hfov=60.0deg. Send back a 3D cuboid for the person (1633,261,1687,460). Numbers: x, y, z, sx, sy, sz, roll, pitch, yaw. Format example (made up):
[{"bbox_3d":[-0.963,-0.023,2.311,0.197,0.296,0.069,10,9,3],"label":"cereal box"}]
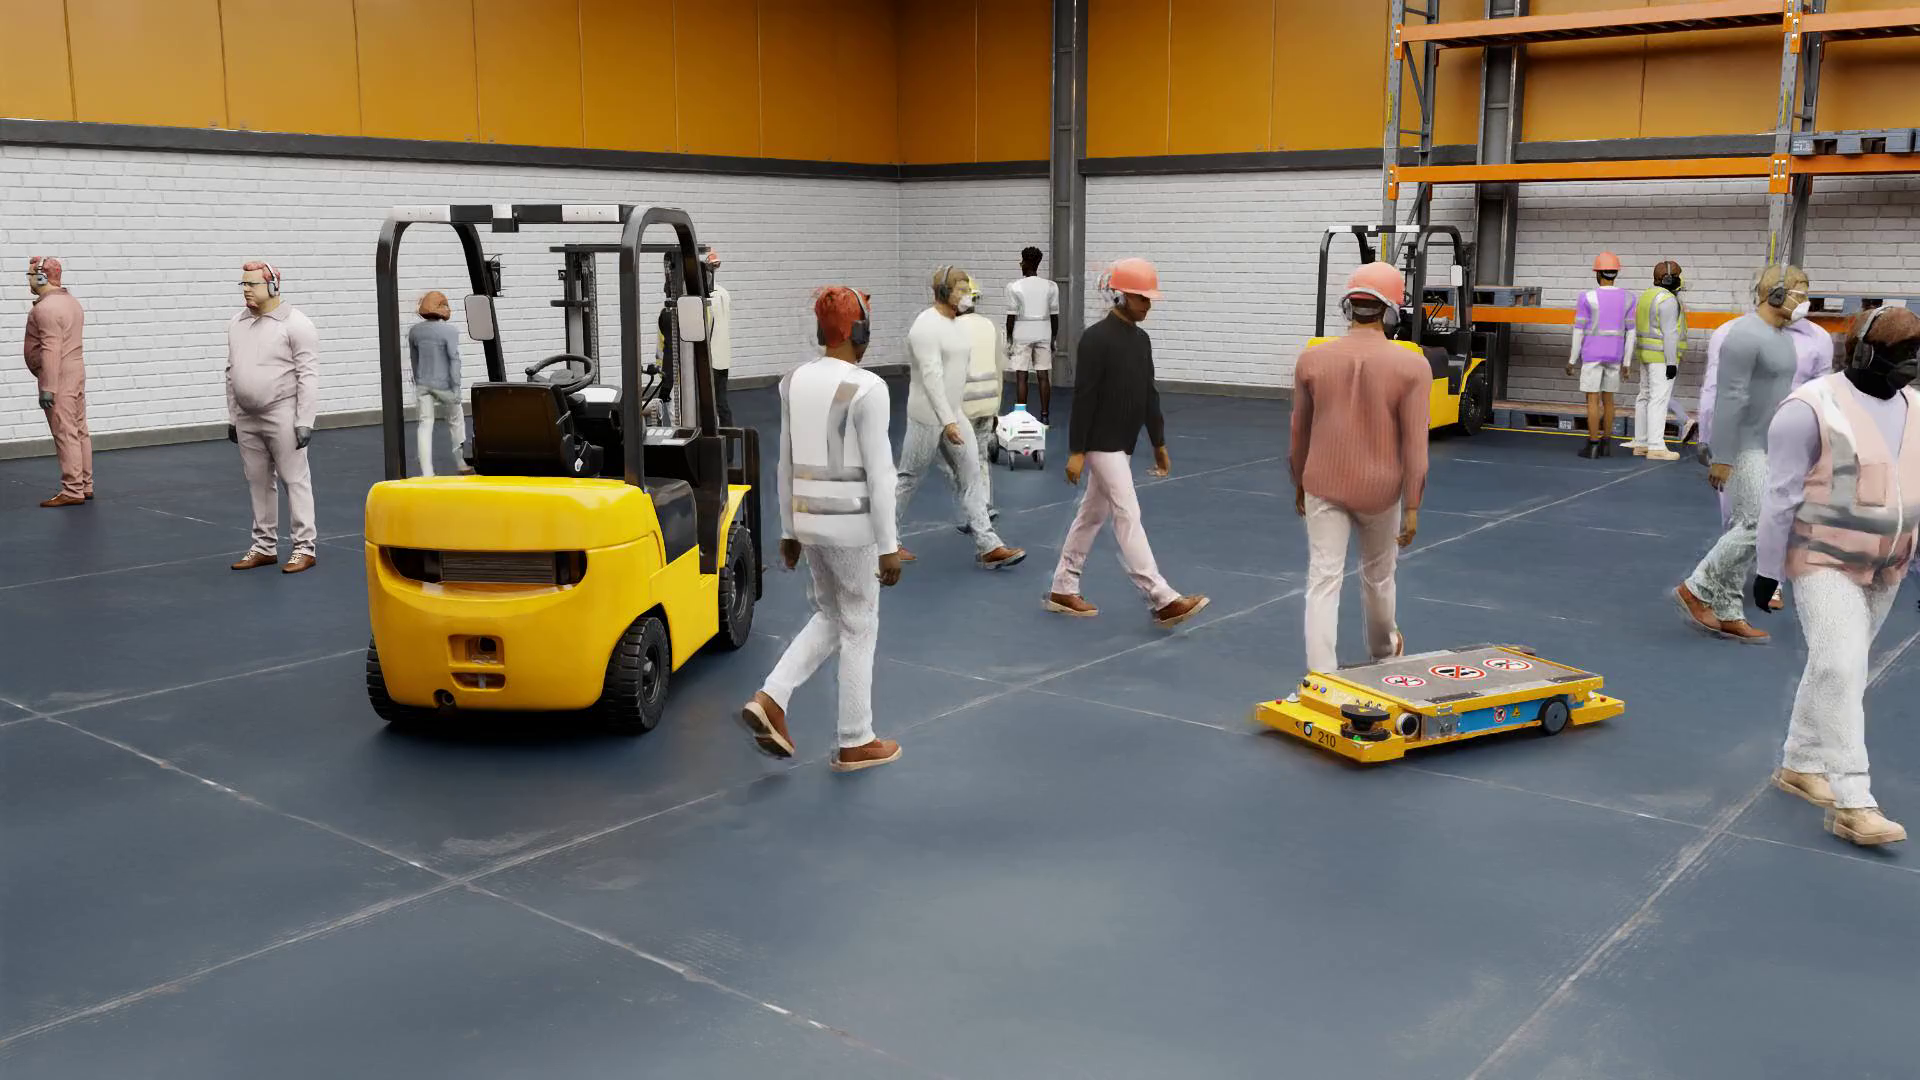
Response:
[{"bbox_3d":[6.546,-1.676,15.538,0.429,1.843,0.633,0,10,-1],"label":"person"}]

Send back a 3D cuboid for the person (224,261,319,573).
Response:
[{"bbox_3d":[-4.246,-0.749,10.221,0.643,1.909,0.410,3,11,18],"label":"person"}]

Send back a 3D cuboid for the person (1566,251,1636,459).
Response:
[{"bbox_3d":[5.987,-1.722,15.563,0.556,1.937,0.411,-1,10,-5],"label":"person"}]

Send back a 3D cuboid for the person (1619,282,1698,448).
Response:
[{"bbox_3d":[6.817,-1.729,16.139,0.616,1.727,0.552,8,13,39],"label":"person"}]

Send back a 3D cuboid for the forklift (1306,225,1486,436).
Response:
[{"bbox_3d":[4.449,-2.115,16.993,1.214,2.155,2.313,8,13,38],"label":"forklift"}]

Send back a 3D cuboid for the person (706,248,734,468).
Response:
[{"bbox_3d":[-2.133,-1.485,14.052,0.396,1.992,0.623,3,11,15],"label":"person"}]

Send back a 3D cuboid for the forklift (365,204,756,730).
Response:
[{"bbox_3d":[-1.766,-0.406,7.525,1.214,2.155,2.313,1,10,7],"label":"forklift"}]

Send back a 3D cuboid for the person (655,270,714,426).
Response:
[{"bbox_3d":[-2.216,-1.272,13.297,0.430,1.846,0.619,4,11,22],"label":"person"}]

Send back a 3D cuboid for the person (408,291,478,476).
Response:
[{"bbox_3d":[-4.323,-1.277,13.948,0.527,1.600,0.740,3,11,17],"label":"person"}]

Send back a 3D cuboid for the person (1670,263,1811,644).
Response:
[{"bbox_3d":[3.985,-0.420,8.364,0.665,1.922,0.443,-10,14,-43],"label":"person"}]

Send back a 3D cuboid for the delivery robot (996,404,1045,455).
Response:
[{"bbox_3d":[0.543,-0.984,15.008,0.477,0.478,0.707,-2,10,-9],"label":"delivery robot"}]

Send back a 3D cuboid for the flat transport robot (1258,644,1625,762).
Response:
[{"bbox_3d":[2.023,0.657,6.966,1.431,0.197,0.652,-5,11,-27],"label":"flat transport robot"}]

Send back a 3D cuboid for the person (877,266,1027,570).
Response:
[{"bbox_3d":[-0.104,-0.741,10.291,1.055,1.883,0.642,6,12,31],"label":"person"}]

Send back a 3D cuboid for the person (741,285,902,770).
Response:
[{"bbox_3d":[-0.509,-0.021,6.308,0.544,1.873,0.591,-9,13,-40],"label":"person"}]

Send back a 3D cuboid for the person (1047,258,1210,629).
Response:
[{"bbox_3d":[0.889,-0.500,8.763,1.045,1.927,0.633,6,12,31],"label":"person"}]

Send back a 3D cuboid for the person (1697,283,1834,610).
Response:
[{"bbox_3d":[4.527,-0.582,9.385,0.681,1.886,0.631,4,11,22],"label":"person"}]

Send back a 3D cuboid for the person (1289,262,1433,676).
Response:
[{"bbox_3d":[1.746,-0.233,7.281,0.624,1.927,1.049,4,11,21],"label":"person"}]

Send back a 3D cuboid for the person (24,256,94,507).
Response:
[{"bbox_3d":[-6.947,-1.211,12.779,0.402,1.911,0.638,-2,10,-10],"label":"person"}]

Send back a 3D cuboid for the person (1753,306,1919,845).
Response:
[{"bbox_3d":[3.142,0.118,5.708,0.640,1.805,0.859,-3,11,-16],"label":"person"}]

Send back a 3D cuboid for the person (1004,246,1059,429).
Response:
[{"bbox_3d":[0.769,-2.167,17.908,0.611,1.966,0.362,-3,11,-15],"label":"person"}]

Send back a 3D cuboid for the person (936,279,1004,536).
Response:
[{"bbox_3d":[0.052,-0.893,11.295,0.640,1.808,0.507,-10,14,-44],"label":"person"}]
